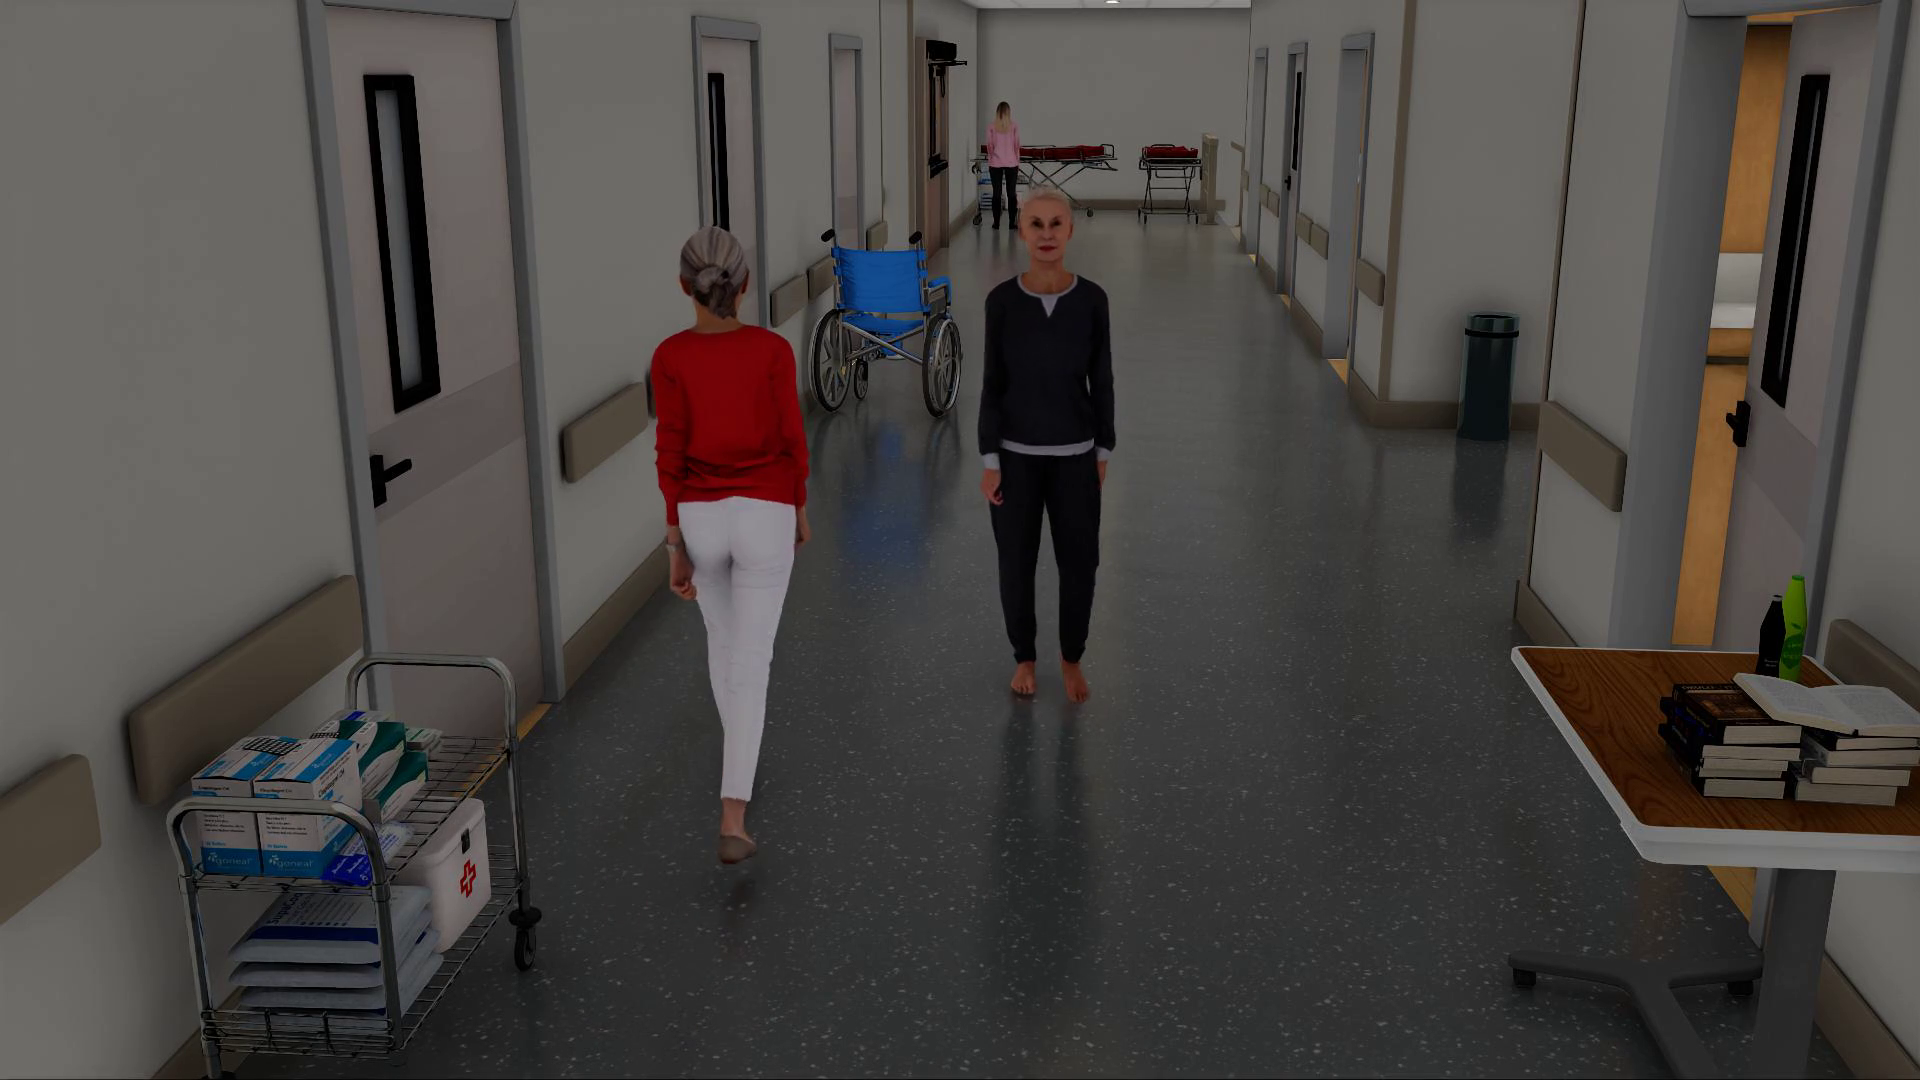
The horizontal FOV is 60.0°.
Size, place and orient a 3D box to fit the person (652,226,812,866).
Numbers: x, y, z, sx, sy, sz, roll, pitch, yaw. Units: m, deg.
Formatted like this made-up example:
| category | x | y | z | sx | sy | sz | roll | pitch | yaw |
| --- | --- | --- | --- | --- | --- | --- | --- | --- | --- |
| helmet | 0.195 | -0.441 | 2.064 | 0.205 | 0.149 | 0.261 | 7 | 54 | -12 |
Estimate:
| category | x | y | z | sx | sy | sz | roll | pitch | yaw |
| --- | --- | --- | --- | --- | --- | --- | --- | --- | --- |
| person | -0.594 | 0.050 | 4.415 | 0.567 | 1.646 | 1.148 | 1 | 16 | 2 |

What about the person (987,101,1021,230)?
| category | x | y | z | sx | sy | sz | roll | pitch | yaw |
| --- | --- | --- | --- | --- | --- | --- | --- | --- | --- |
| person | 0.591 | -5.070 | 22.496 | 0.601 | 1.688 | 0.543 | 1 | 16 | 2 |

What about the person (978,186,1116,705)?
| category | x | y | z | sx | sy | sz | roll | pitch | yaw |
| --- | --- | --- | --- | --- | --- | --- | --- | --- | --- |
| person | 0.271 | -0.323 | 5.615 | 0.618 | 1.712 | 0.614 | 1 | 16 | 3 |
